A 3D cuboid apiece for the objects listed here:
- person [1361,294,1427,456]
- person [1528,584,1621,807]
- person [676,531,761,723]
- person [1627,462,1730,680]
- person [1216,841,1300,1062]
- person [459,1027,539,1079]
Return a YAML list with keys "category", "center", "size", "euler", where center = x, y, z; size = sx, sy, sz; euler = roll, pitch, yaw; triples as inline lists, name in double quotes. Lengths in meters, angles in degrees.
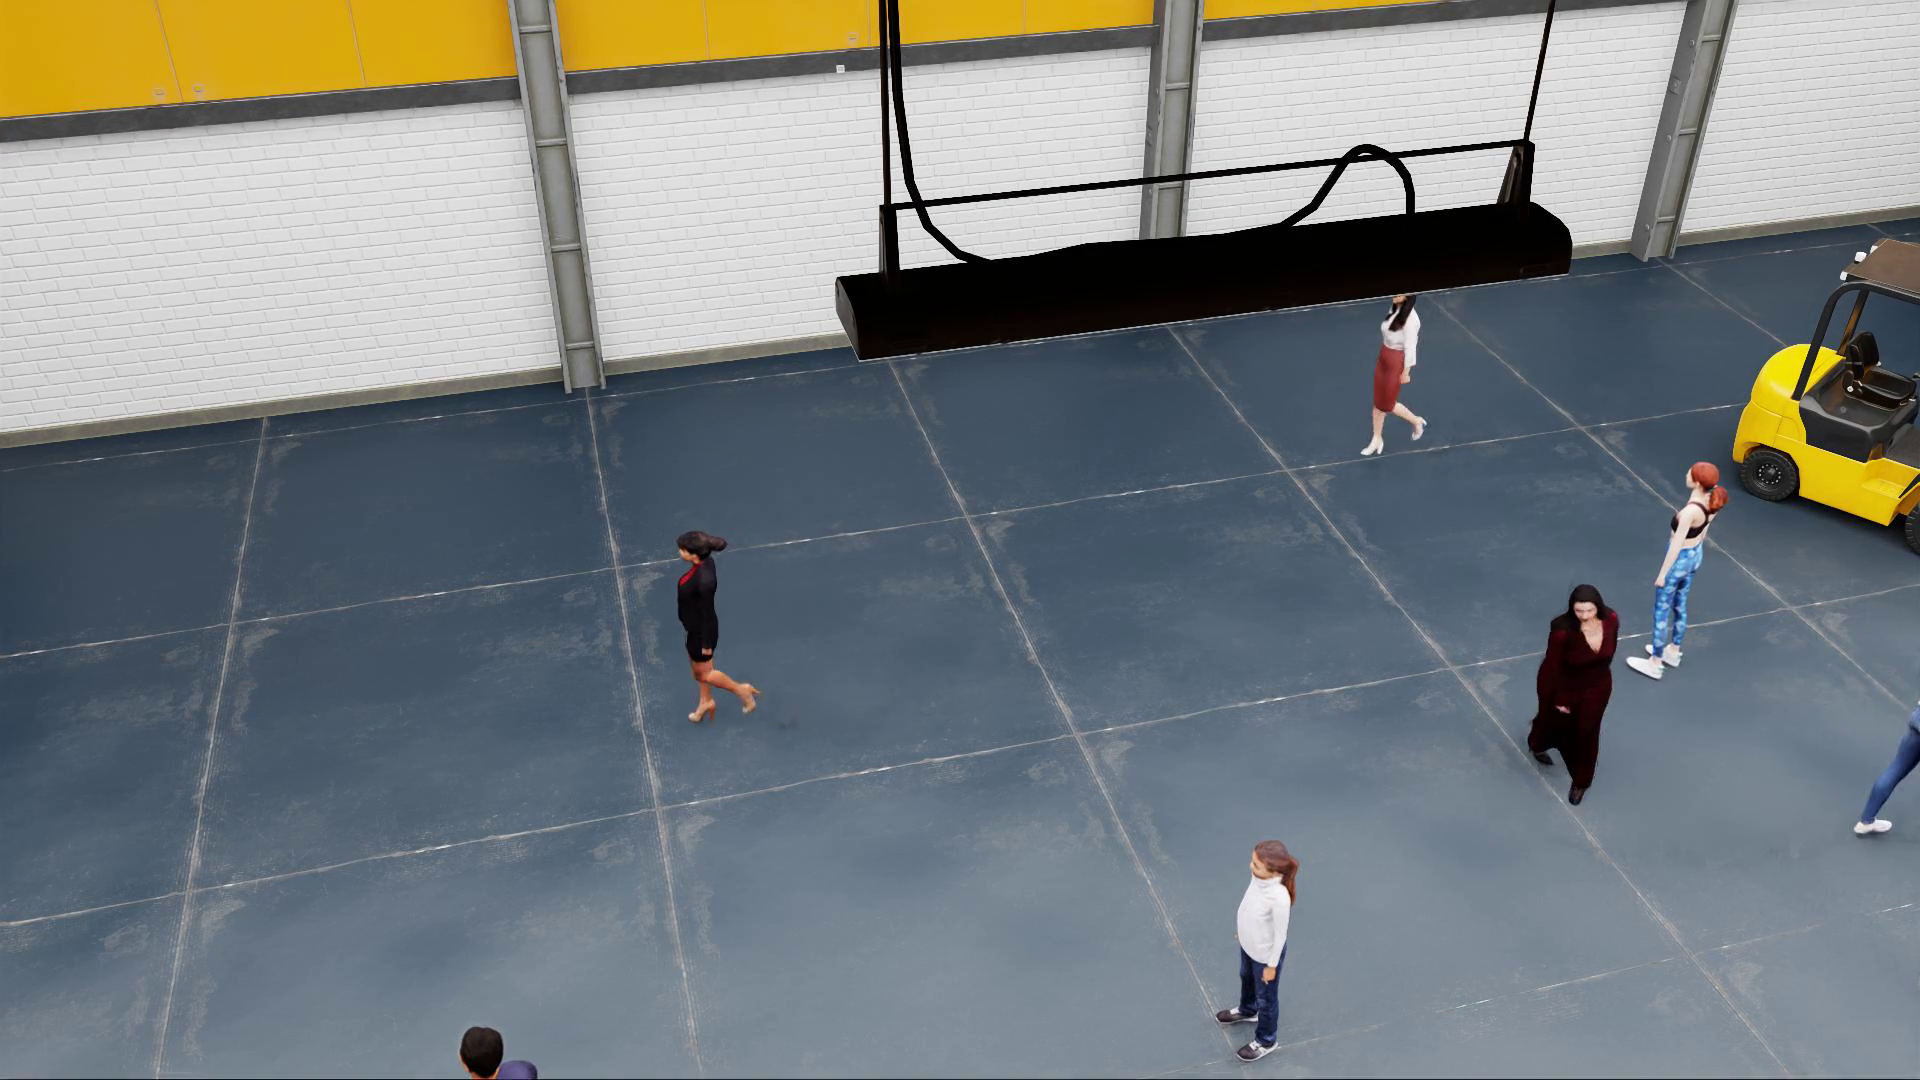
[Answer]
- category: "person"
  center: [3.915, -1.523, 14.804]
  size: [0.822, 1.738, 0.645]
  euler: [-5, 34, -8]
- category: "person"
  center: [4.096, 0.923, 11.156]
  size: [0.981, 1.703, 0.874]
  euler: [-8, 35, -12]
- category: "person"
  center: [-1.727, 0.644, 11.641]
  size: [0.761, 1.630, 0.609]
  euler: [-6, 34, -8]
- category: "person"
  center: [5.262, 0.211, 12.154]
  size: [0.597, 1.782, 0.695]
  euler: [-23, 40, -31]
- category: "person"
  center: [1.698, 2.256, 9.283]
  size: [0.502, 1.556, 0.538]
  euler: [-10, 35, -15]
- category: "person"
  center: [-2.152, 2.977, 7.984]
  size: [0.774, 1.793, 0.700]
  euler: [20, 38, 27]
